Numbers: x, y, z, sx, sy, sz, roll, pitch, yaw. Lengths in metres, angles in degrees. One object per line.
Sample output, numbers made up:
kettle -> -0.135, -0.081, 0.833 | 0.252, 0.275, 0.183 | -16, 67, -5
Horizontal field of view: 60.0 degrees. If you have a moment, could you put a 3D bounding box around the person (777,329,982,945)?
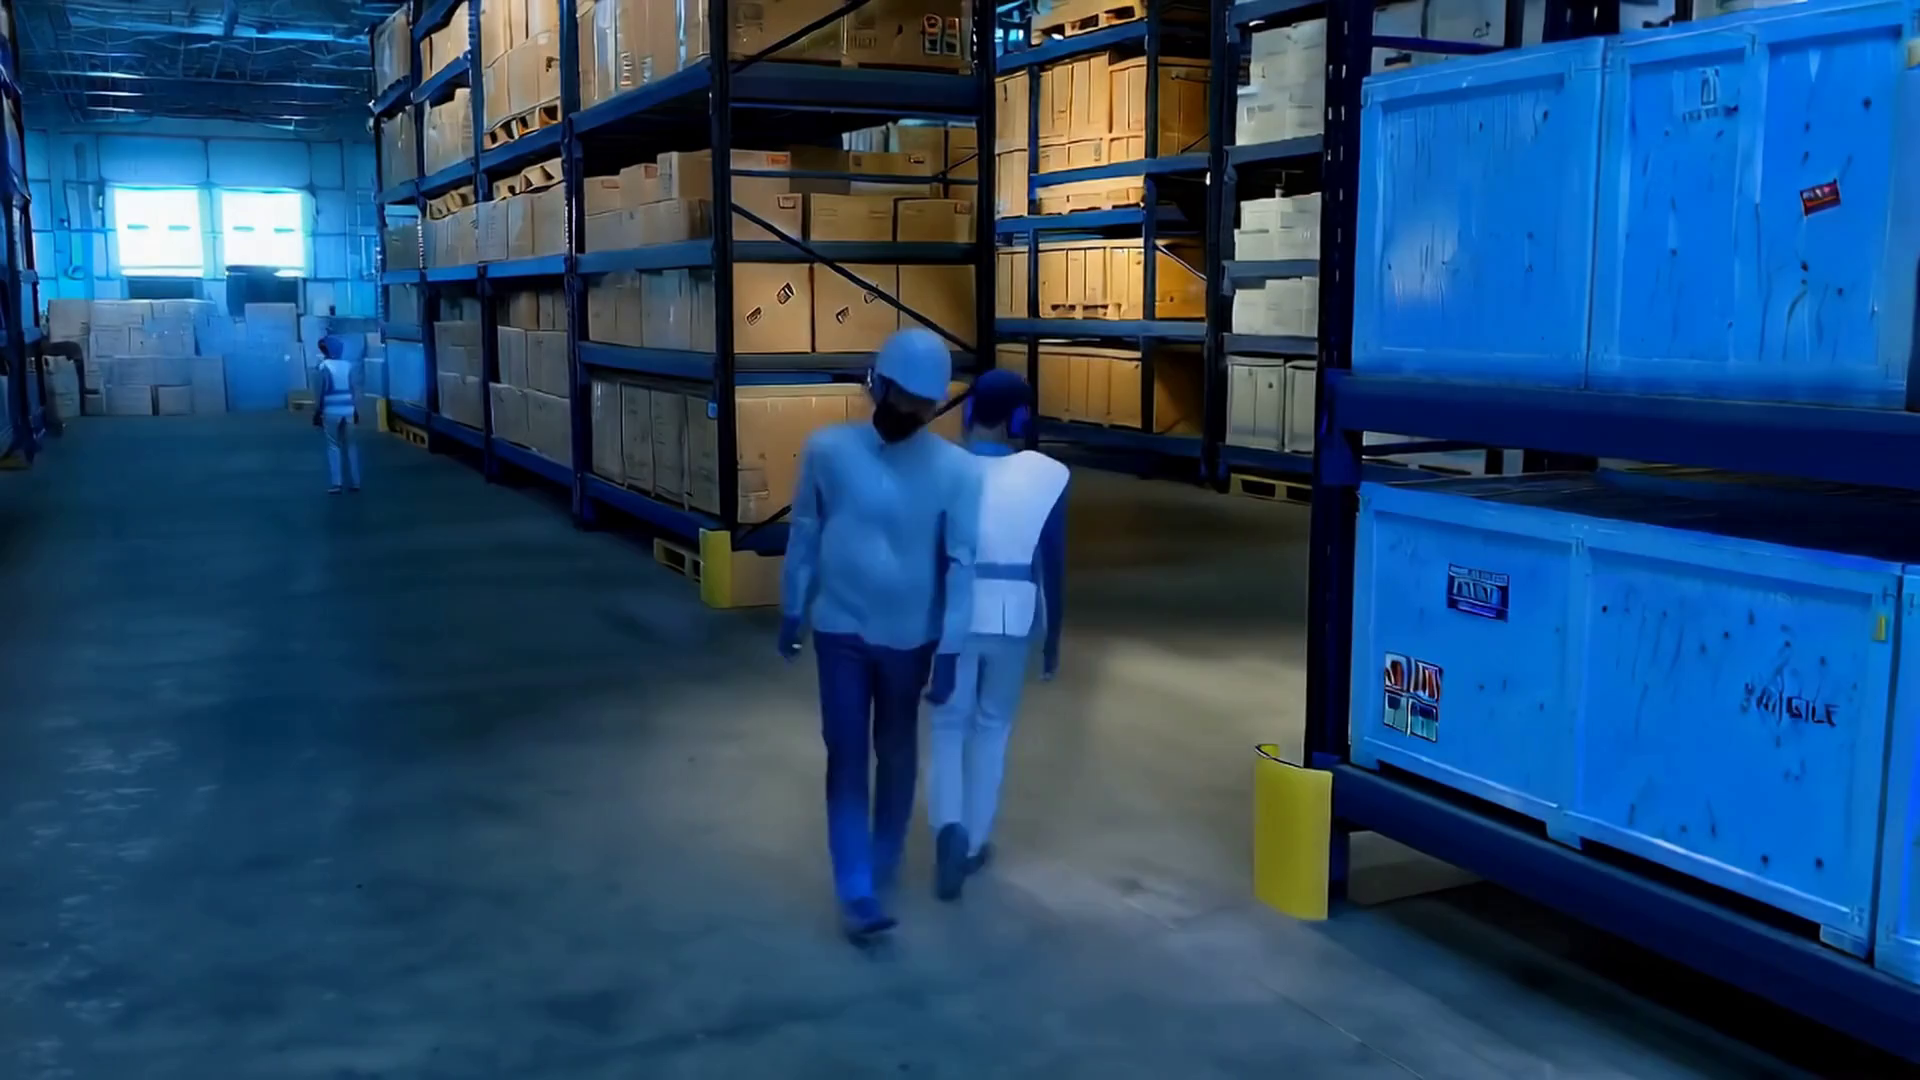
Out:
person -> -0.275, 0.298, 5.313 | 0.679, 1.921, 0.980 | 0, 8, 1

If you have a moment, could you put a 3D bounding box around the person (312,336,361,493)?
person -> -6.498, -1.301, 17.343 | 0.328, 1.630, 0.530 | 5, 10, 30

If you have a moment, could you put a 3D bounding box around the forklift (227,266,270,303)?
forklift -> -17.722, -5.442, 41.613 | 1.129, 2.768, 1.873 | -6, 10, -35

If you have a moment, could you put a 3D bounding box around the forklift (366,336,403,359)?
forklift -> -11.019, -4.281, 33.612 | 1.873, 2.768, 1.129 | 5, 10, 30

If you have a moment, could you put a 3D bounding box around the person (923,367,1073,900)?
person -> 0.076, 0.321, 5.623 | 0.615, 1.804, 0.725 | 0, 8, -2

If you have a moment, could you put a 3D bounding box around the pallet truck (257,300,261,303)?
pallet truck -> -23.913, -7.404, 58.171 | 1.885, 1.965, 0.823 | -1, 8, -9
